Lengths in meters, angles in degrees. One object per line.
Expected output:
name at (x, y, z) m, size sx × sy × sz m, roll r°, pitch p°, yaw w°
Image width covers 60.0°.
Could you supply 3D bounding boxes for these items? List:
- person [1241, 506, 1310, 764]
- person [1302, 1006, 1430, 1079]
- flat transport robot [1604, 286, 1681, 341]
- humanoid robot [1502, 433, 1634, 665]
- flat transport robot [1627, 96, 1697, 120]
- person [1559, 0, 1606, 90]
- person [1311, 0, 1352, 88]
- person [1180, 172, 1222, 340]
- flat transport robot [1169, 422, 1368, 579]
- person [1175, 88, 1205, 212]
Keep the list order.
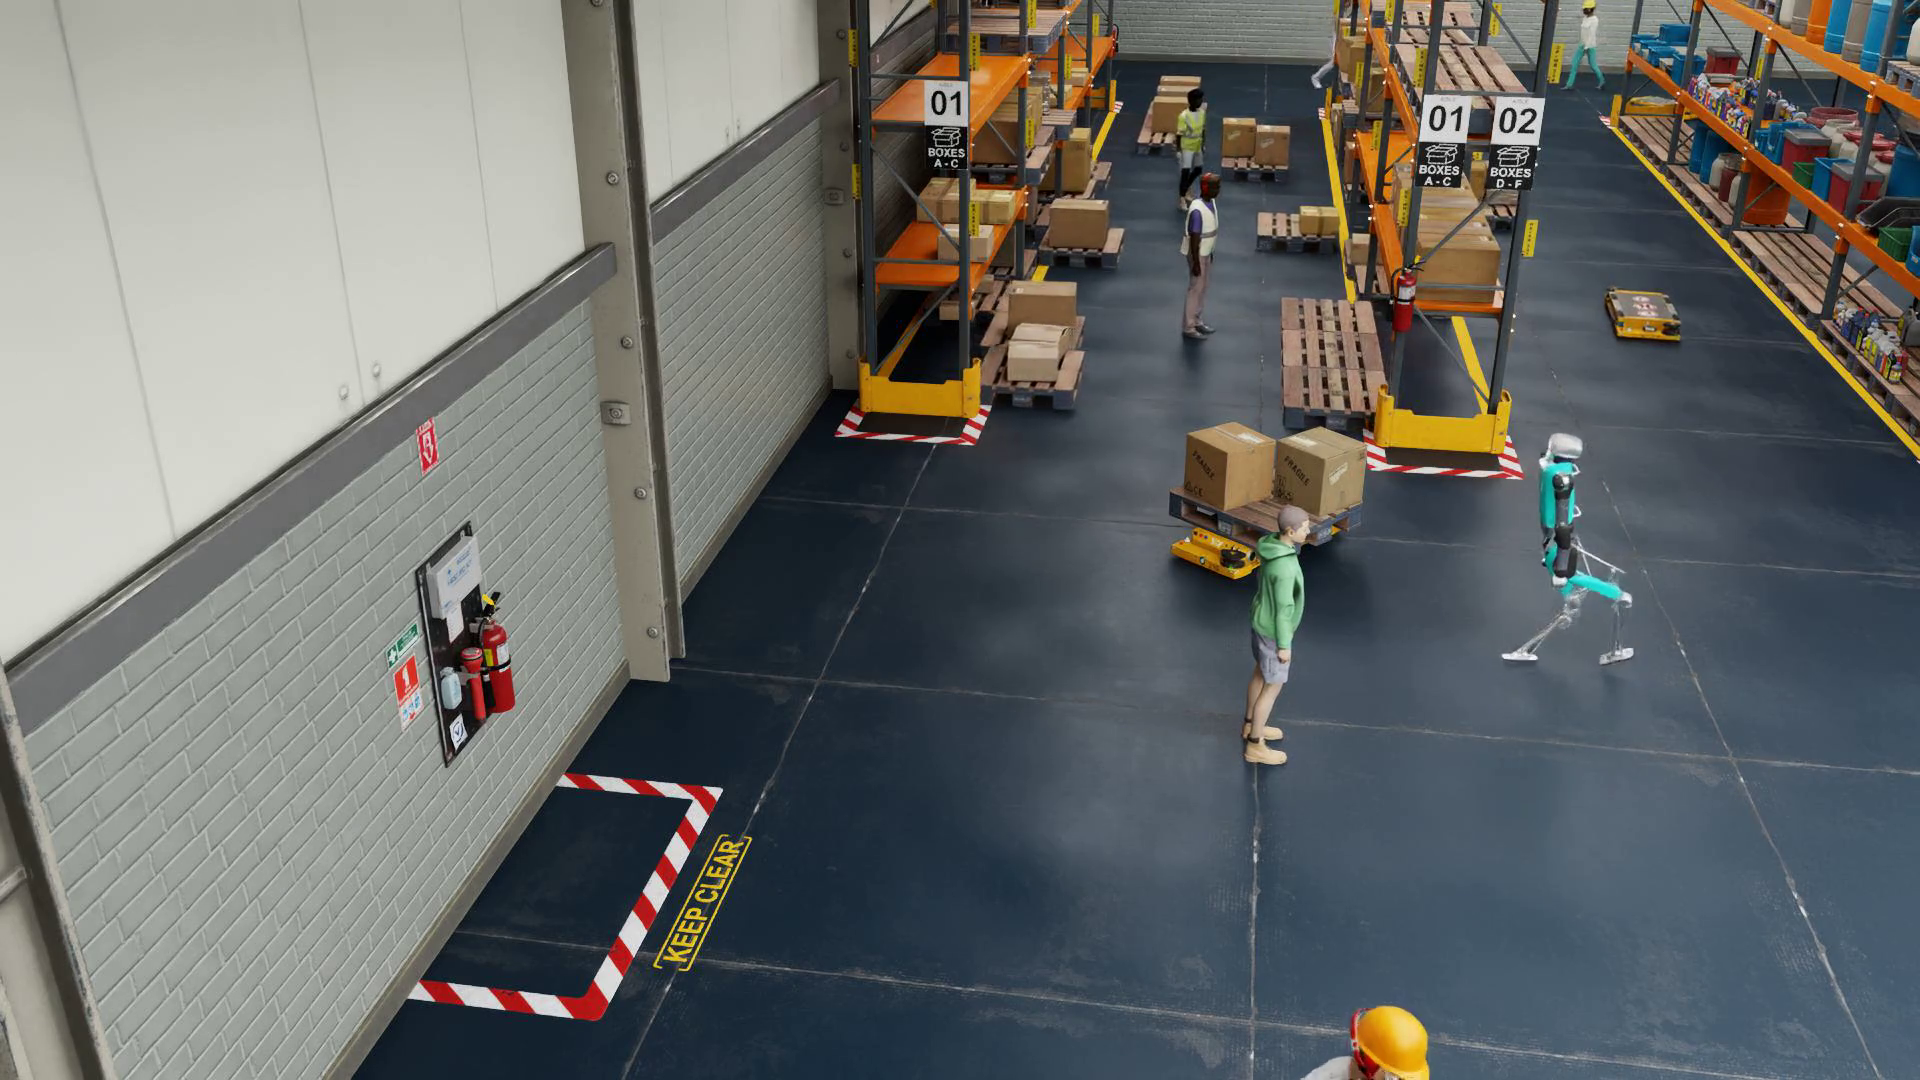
person at (1.960, 0.582, 10.389) m, size 0.316 × 1.733 × 0.476 m, roll 0°, pitch 25°, yaw 0°
person at (1.464, 2.461, 6.210) m, size 0.620 × 1.867 × 0.414 m, roll -1°, pitch 25°, yaw -2°
flat transport robot at (7.727, -2.565, 18.847) m, size 0.659 × 0.231 × 1.431 m, roll 6°, pitch 26°, yaw 13°
humanoid robot at (4.369, 0.127, 11.417) m, size 0.998 × 1.766 × 0.548 m, roll 3°, pitch 25°, yaw 6°
flat transport robot at (12.711, -7.811, 30.075) m, size 0.659 × 0.231 × 1.431 m, roll -12°, pitch 28°, yaw -24°
person at (12.139, -9.546, 32.061) m, size 0.866 × 1.722 × 0.511 m, roll -6°, pitch 26°, yaw -12°
person at (7.289, -9.580, 32.016) m, size 0.845 × 1.835 × 0.515 m, roll 15°, pitch 29°, yaw 29°
person at (2.611, -3.105, 18.162) m, size 0.393 × 1.833 × 0.564 m, roll 10°, pitch 27°, yaw 21°
flat transport robot at (2.431, -0.065, 13.497) m, size 1.431 × 0.231 × 0.659 m, roll -21°, pitch 32°, yaw -37°
person at (3.220, -5.533, 23.529) m, size 0.614 × 1.686 × 0.388 m, roll -21°, pitch 32°, yaw -38°
